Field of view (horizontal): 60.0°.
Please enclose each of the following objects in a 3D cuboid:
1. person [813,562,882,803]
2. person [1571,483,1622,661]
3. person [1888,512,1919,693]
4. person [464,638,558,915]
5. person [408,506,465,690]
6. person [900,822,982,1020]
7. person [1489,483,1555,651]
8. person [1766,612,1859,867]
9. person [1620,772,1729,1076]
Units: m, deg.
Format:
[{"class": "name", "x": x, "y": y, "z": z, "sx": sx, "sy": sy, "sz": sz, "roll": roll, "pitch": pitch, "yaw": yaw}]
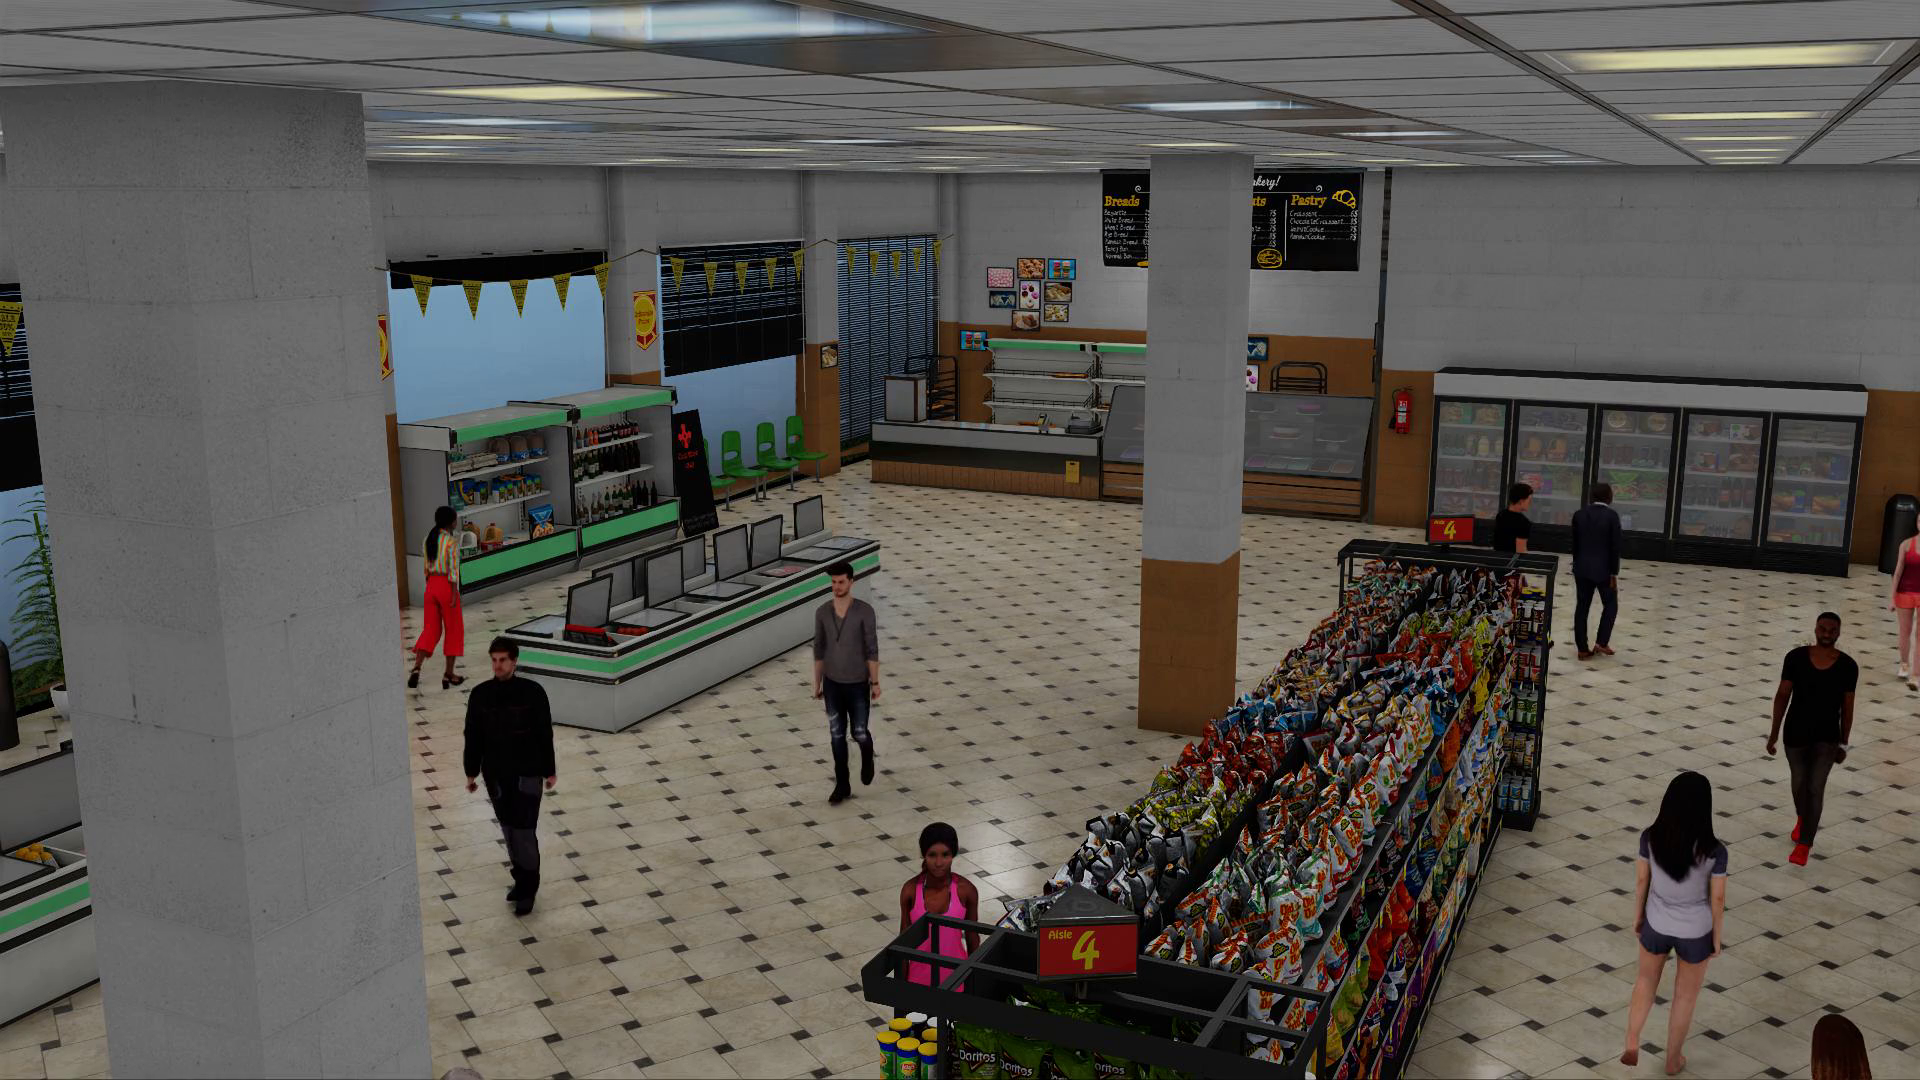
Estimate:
[{"class": "person", "x": -0.849, "y": 1.086, "z": 12.990, "sx": 0.763, "sy": 1.895, "sz": 0.866, "roll": 4, "pitch": 12, "yaw": 17}, {"class": "person", "x": 6.362, "y": 0.337, "z": 16.755, "sx": 0.857, "sy": 1.809, "sz": 0.845, "roll": -10, "pitch": 16, "yaw": -41}, {"class": "person", "x": 9.173, "y": 0.560, "z": 15.949, "sx": 0.708, "sy": 1.704, "sz": 1.184, "roll": 8, "pitch": 14, "yaw": 33}, {"class": "person", "x": -2.934, "y": 1.523, "z": 11.083, "sx": 0.838, "sy": 1.826, "sz": 0.847, "roll": 2, "pitch": 12, "yaw": 10}, {"class": "person", "x": -4.942, "y": 0.578, "z": 15.707, "sx": 0.600, "sy": 1.769, "sz": 0.843, "roll": 4, "pitch": 13, "yaw": 19}, {"class": "person", "x": -0.097, "y": 2.193, "z": 8.147, "sx": 0.650, "sy": 1.724, "sz": 0.666, "roll": 0, "pitch": 12, "yaw": 1}, {"class": "person", "x": 5.396, "y": 0.350, "z": 16.646, "sx": 1.185, "sy": 1.828, "sz": 1.094, "roll": -5, "pitch": 13, "yaw": -24}, {"class": "person", "x": 6.092, "y": 1.387, "z": 11.890, "sx": 0.835, "sy": 1.759, "sz": 1.250, "roll": 9, "pitch": 15, "yaw": 37}, {"class": "person", "x": 3.766, "y": 2.074, "z": 8.789, "sx": 0.703, "sy": 1.693, "sz": 0.846, "roll": 9, "pitch": 15, "yaw": 38}]
